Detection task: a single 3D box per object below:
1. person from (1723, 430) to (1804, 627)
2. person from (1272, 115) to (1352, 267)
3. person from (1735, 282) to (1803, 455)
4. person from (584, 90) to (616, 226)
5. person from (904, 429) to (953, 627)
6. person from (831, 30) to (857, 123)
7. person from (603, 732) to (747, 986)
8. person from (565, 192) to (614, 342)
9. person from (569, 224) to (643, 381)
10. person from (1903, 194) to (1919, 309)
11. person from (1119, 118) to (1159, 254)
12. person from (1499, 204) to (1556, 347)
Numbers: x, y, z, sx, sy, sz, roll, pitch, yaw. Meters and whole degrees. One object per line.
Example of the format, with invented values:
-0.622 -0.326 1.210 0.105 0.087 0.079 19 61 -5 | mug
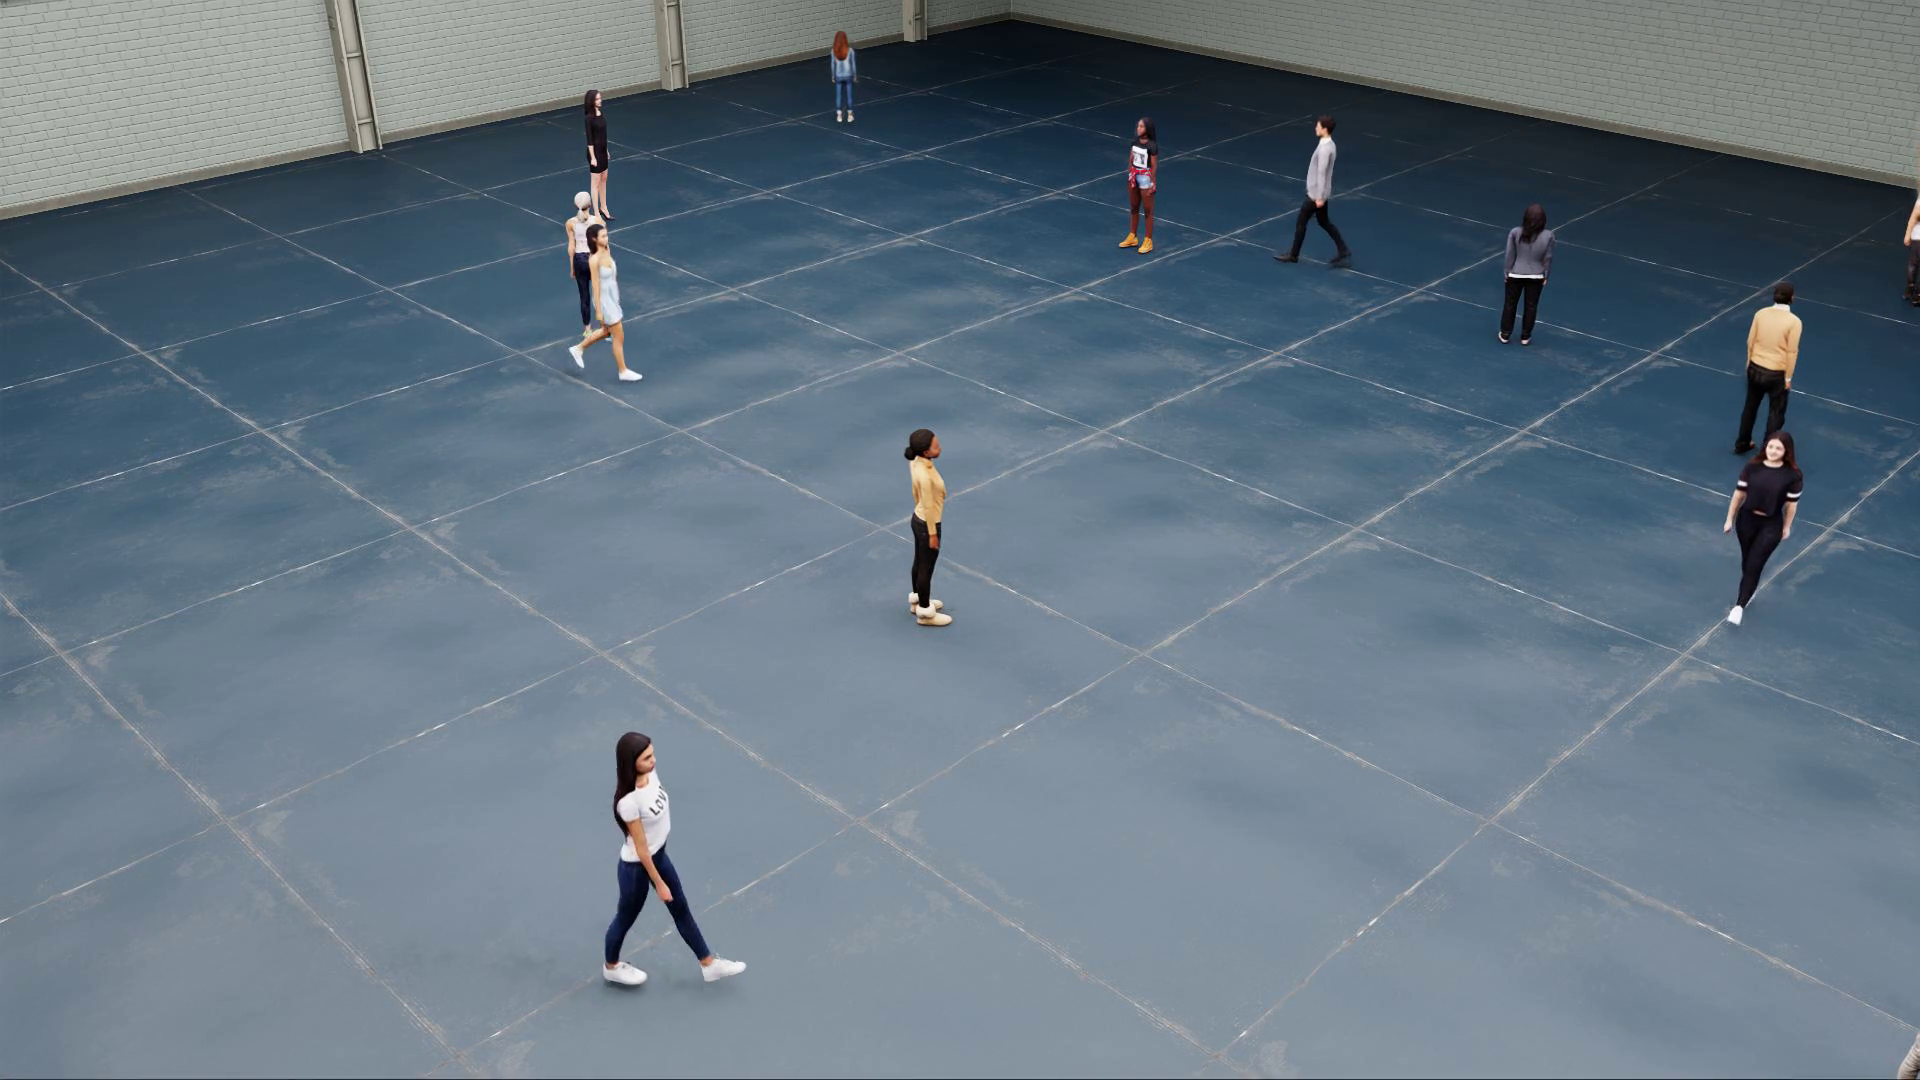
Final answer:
6.409 -0.153 13.281 0.696 1.605 1.047 20 34 32 | person
4.588 -4.351 20.834 1.171 1.916 1.287 9 29 17 | person
7.666 -1.592 15.833 0.713 1.748 0.759 -16 32 -27 | person
-4.907 -5.195 22.533 0.722 1.807 0.593 8 29 14 | person
-0.275 -0.118 13.157 0.709 1.659 0.682 -6 29 -11 | person
-1.930 -7.683 27.557 0.636 1.477 0.684 2 28 3 | person
-1.878 1.855 9.377 1.041 1.731 1.091 5 29 10 | person
-4.153 -3.064 18.645 0.655 1.701 0.749 -5 28 -8 | person
-3.819 -2.499 17.575 1.000 1.711 1.049 5 28 10 | person
11.506 -3.636 19.735 0.831 1.686 1.116 14 31 25 | person
2.357 -4.601 21.502 0.593 1.729 0.604 -23 36 -36 | person
6.318 -2.968 18.578 0.777 1.595 0.803 9 29 16 | person
